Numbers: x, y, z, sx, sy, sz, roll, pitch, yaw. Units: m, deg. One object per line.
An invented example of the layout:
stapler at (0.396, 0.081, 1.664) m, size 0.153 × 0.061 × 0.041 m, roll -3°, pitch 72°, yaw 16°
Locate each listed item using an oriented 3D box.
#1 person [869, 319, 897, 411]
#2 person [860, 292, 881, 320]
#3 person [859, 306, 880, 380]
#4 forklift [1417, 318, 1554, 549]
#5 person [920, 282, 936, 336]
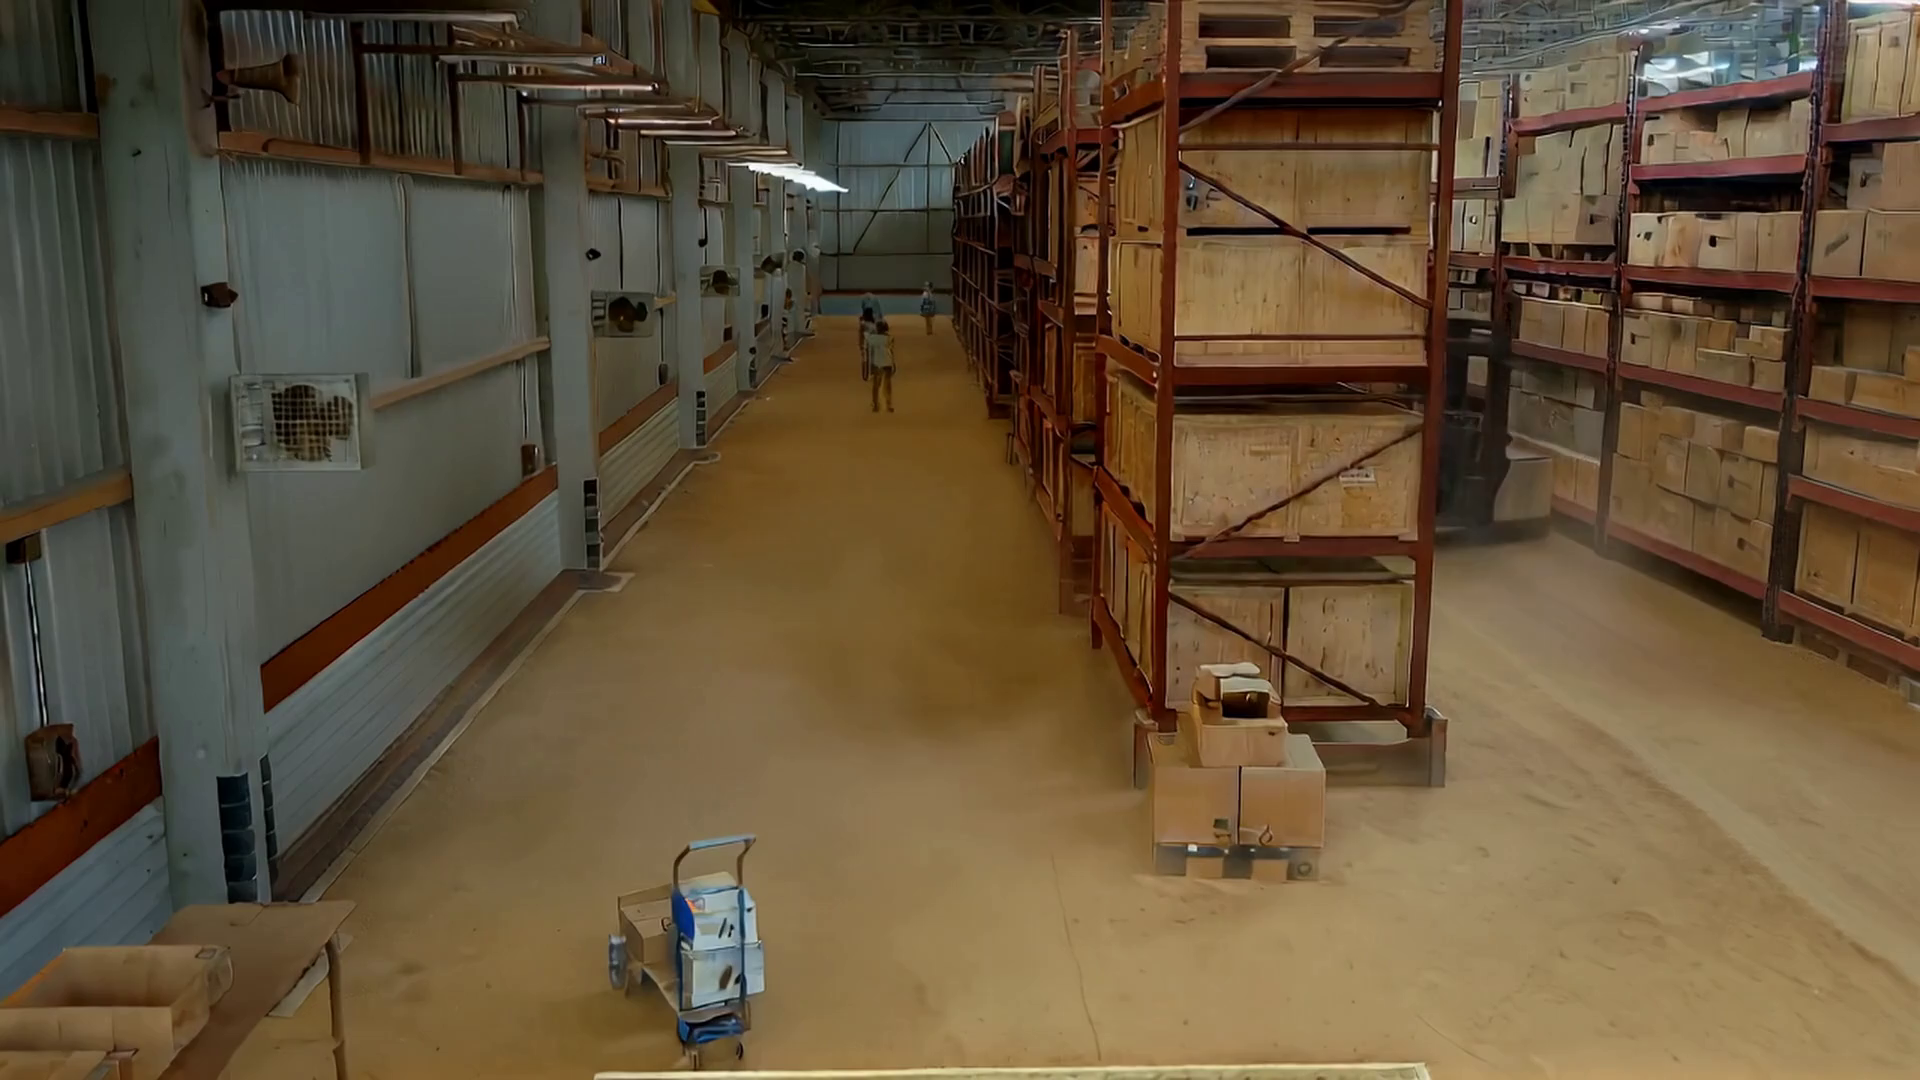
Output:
person at (-1.655, -3.755, 35.729) m, size 0.620 × 1.985 × 0.406 m, roll -3°, pitch 11°, yaw -16°
person at (-2.782, -6.796, 51.841) m, size 0.651 × 1.879 × 0.801 m, roll 0°, pitch 11°, yaw 1°
person at (-2.300, -5.042, 42.633) m, size 0.601 × 1.907 × 0.405 m, roll -2°, pitch 11°, yaw -10°
forklift at (6.571, -1.407, 21.171) m, size 1.873 × 2.768 × 1.129 m, roll -5°, pitch 12°, yaw -26°
person at (-1.142, -8.220, 59.116) m, size 0.560 × 1.918 × 0.499 m, roll 1°, pitch 11°, yaw 3°
